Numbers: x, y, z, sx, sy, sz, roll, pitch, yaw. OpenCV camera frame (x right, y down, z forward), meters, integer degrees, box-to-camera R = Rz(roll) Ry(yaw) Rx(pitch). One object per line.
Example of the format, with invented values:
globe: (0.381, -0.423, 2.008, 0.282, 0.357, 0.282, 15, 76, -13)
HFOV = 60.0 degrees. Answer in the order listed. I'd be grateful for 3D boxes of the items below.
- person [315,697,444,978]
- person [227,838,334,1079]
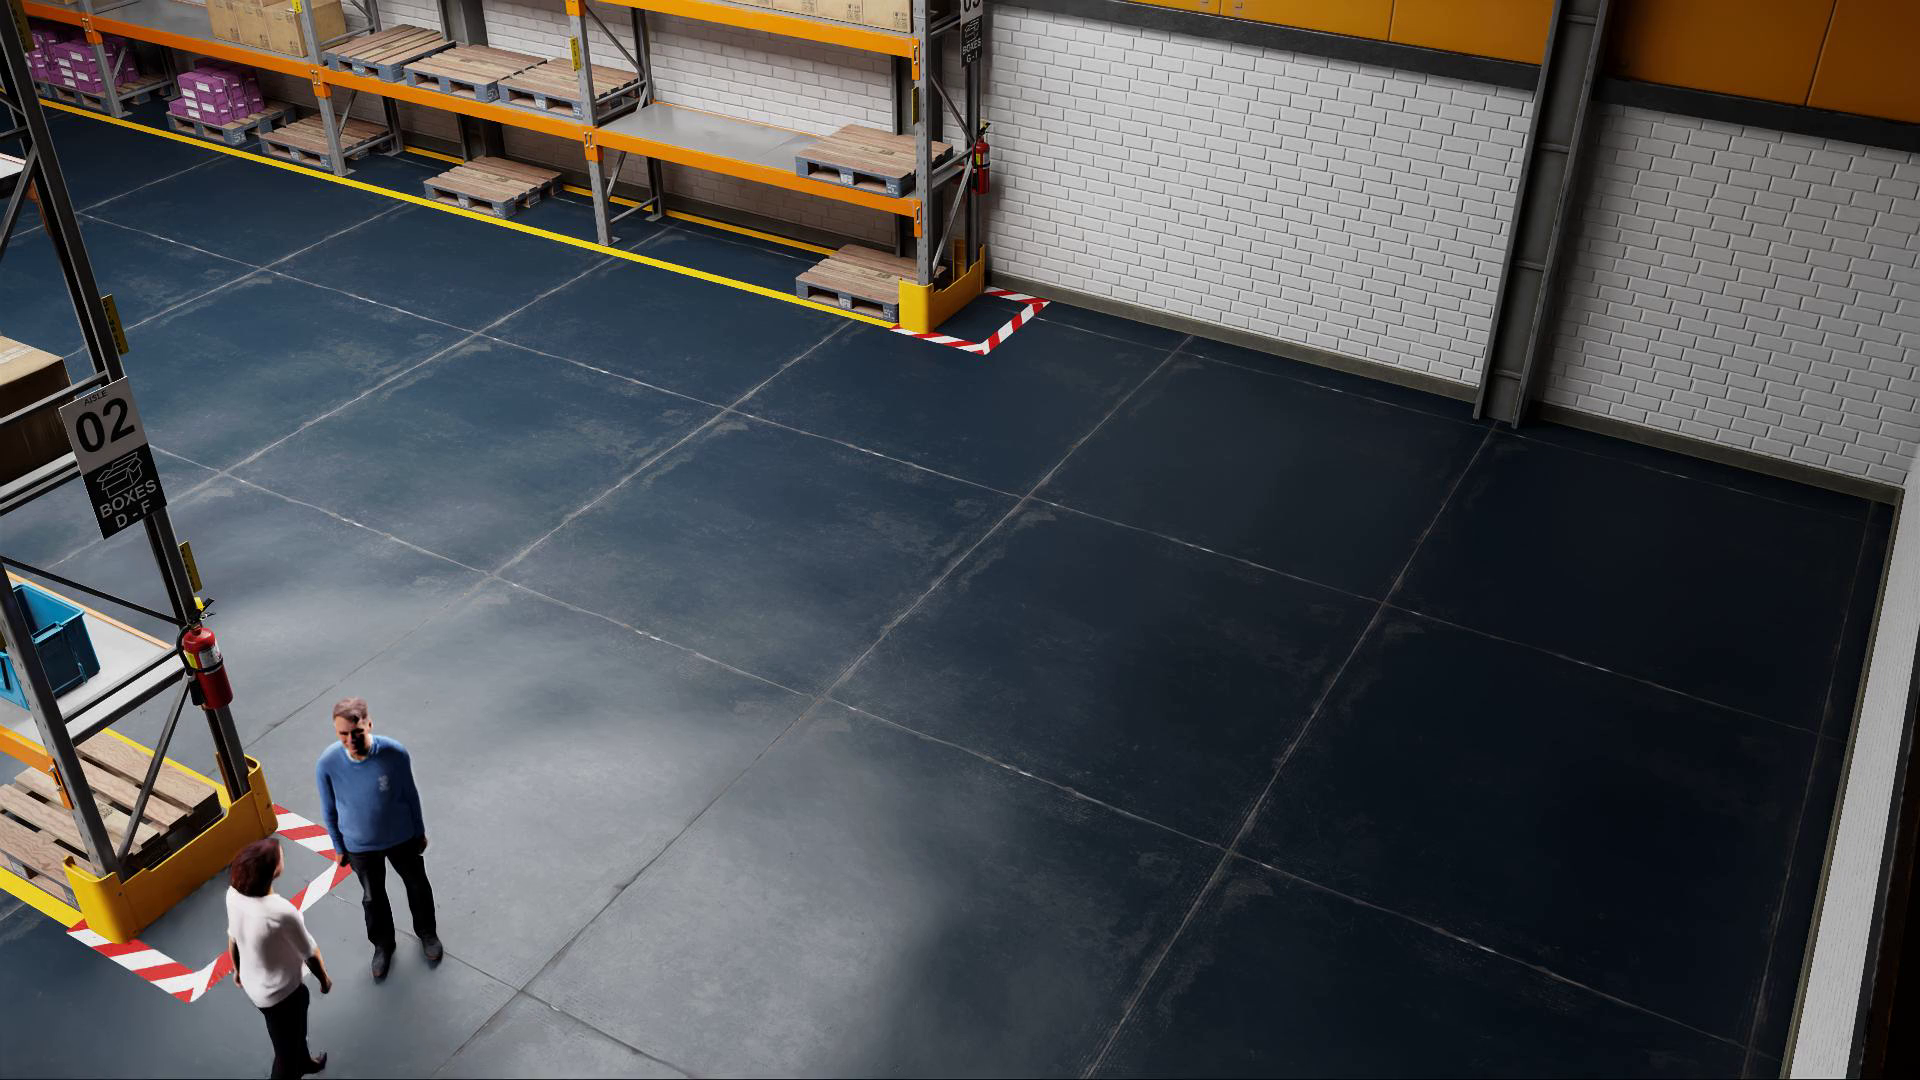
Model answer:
person: (-3.157, 1.578, 9.039, 0.741, 1.820, 0.786, -11, 35, -16)
person: (-3.393, 2.243, 8.090, 0.590, 1.763, 0.681, 15, 37, 21)
